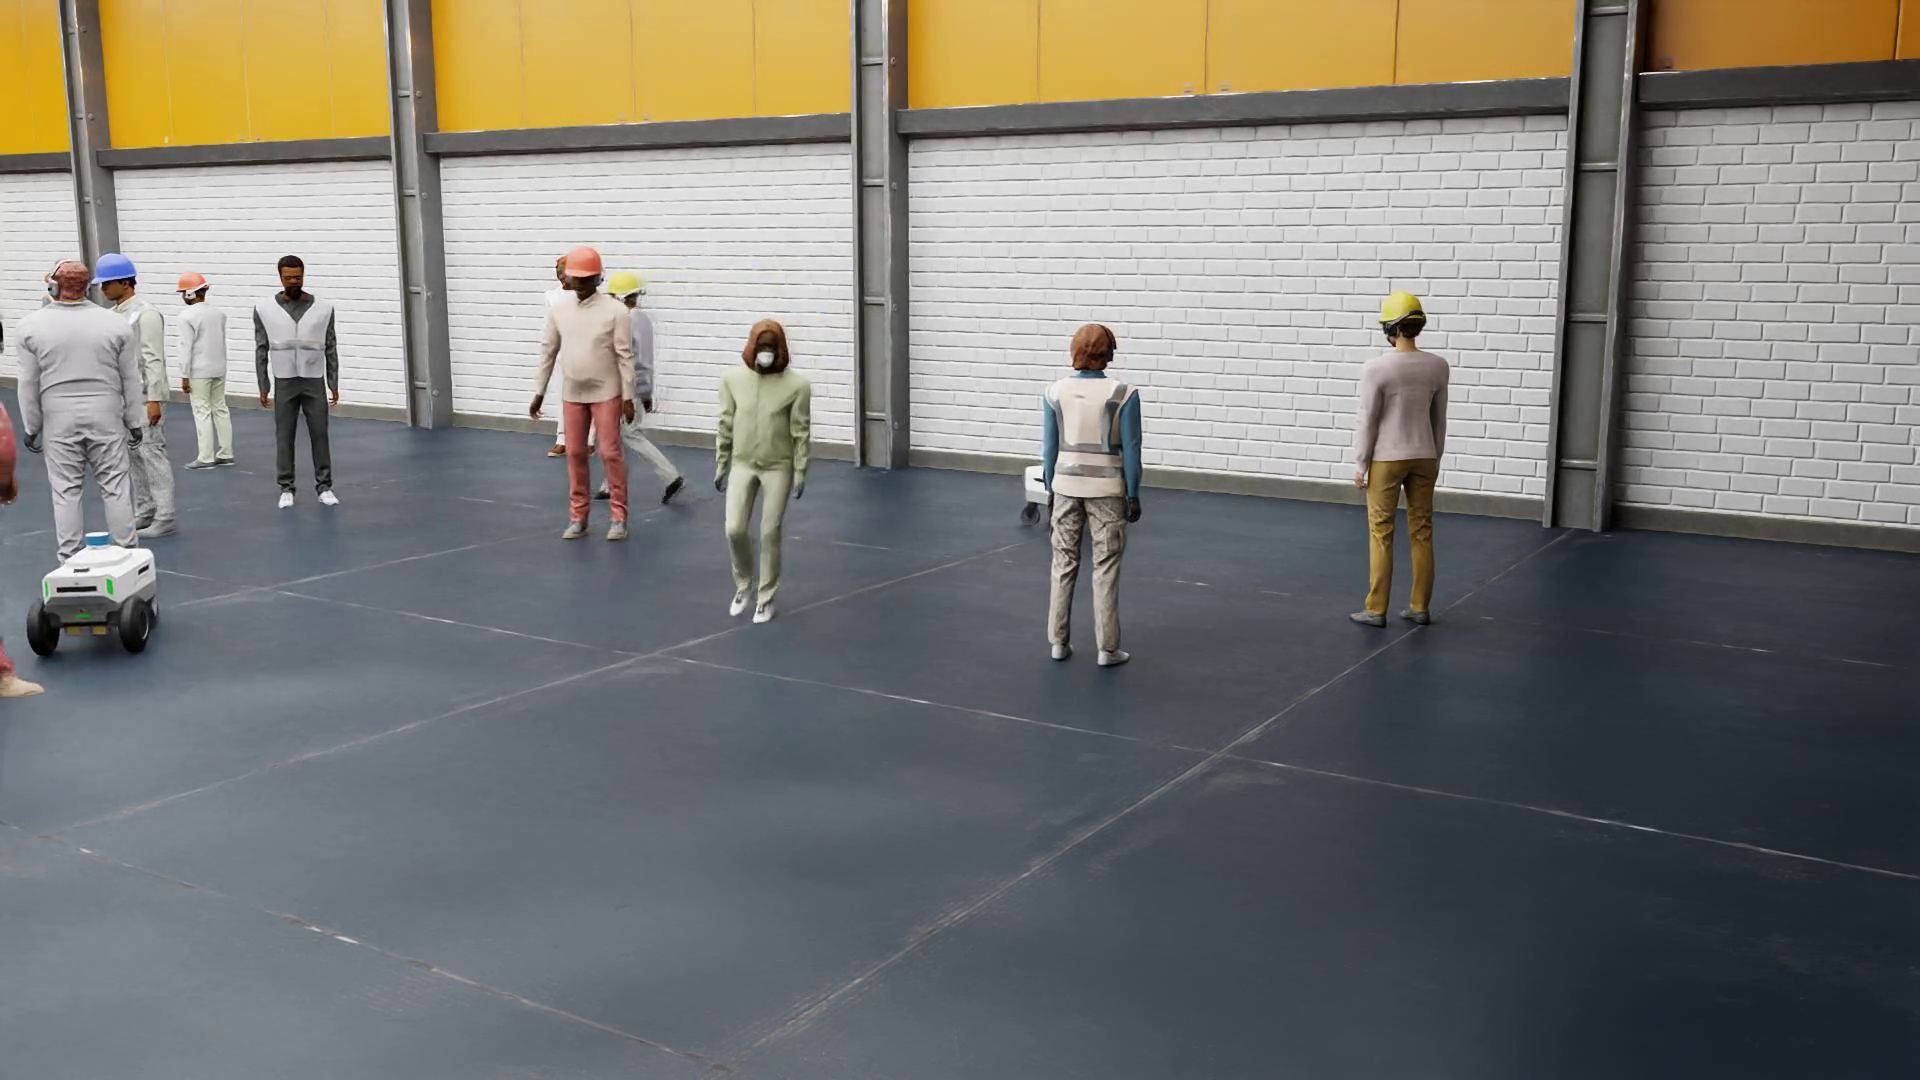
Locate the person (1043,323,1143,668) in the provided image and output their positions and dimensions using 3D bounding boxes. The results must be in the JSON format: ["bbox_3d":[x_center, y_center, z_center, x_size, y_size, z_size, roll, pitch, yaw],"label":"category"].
[{"bbox_3d":[0.624,-0.210,7.939,0.516,1.633,0.316,6,12,29],"label":"person"}]

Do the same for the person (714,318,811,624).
[{"bbox_3d":[-1.039,-0.356,8.751,0.521,1.613,0.366,1,10,3],"label":"person"}]

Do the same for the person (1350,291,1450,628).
[{"bbox_3d":[2.294,-0.413,8.717,0.523,1.760,0.335,-3,11,-17],"label":"person"}]

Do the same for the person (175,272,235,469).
[{"bbox_3d":[-6.746,-1.505,14.793,0.349,1.744,0.568,3,11,14],"label":"person"}]

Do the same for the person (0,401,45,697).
[{"bbox_3d":[-4.461,-0.311,7.354,0.659,2.000,0.711,0,10,-1],"label":"person"}]

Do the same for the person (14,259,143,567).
[{"bbox_3d":[-5.215,-0.704,9.889,0.655,1.911,0.407,-6,12,-30],"label":"person"}]

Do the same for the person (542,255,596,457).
[{"bbox_3d":[-3.623,-1.705,15.511,0.575,1.884,0.355,2,11,13],"label":"person"}]

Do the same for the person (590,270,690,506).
[{"bbox_3d":[-2.473,-1.148,12.657,0.848,1.801,0.597,2,10,9],"label":"person"}]

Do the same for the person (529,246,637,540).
[{"bbox_3d":[-2.532,-0.981,11.220,0.697,1.984,0.410,3,11,14],"label":"person"}]

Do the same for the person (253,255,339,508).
[{"bbox_3d":[-5.038,-1.203,12.662,0.591,1.910,0.380,-5,12,-27],"label":"person"}]

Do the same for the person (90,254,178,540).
[{"bbox_3d":[-5.630,-0.974,11.345,0.615,1.933,0.418,7,13,35],"label":"person"}]

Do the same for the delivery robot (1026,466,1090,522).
[{"bbox_3d":[0.778,-0.386,11.628,0.477,0.478,0.707,-7,13,-35],"label":"delivery robot"}]

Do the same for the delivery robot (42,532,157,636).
[{"bbox_3d":[-4.311,0.206,8.350,0.477,0.478,0.707,-2,10,-9],"label":"delivery robot"}]
